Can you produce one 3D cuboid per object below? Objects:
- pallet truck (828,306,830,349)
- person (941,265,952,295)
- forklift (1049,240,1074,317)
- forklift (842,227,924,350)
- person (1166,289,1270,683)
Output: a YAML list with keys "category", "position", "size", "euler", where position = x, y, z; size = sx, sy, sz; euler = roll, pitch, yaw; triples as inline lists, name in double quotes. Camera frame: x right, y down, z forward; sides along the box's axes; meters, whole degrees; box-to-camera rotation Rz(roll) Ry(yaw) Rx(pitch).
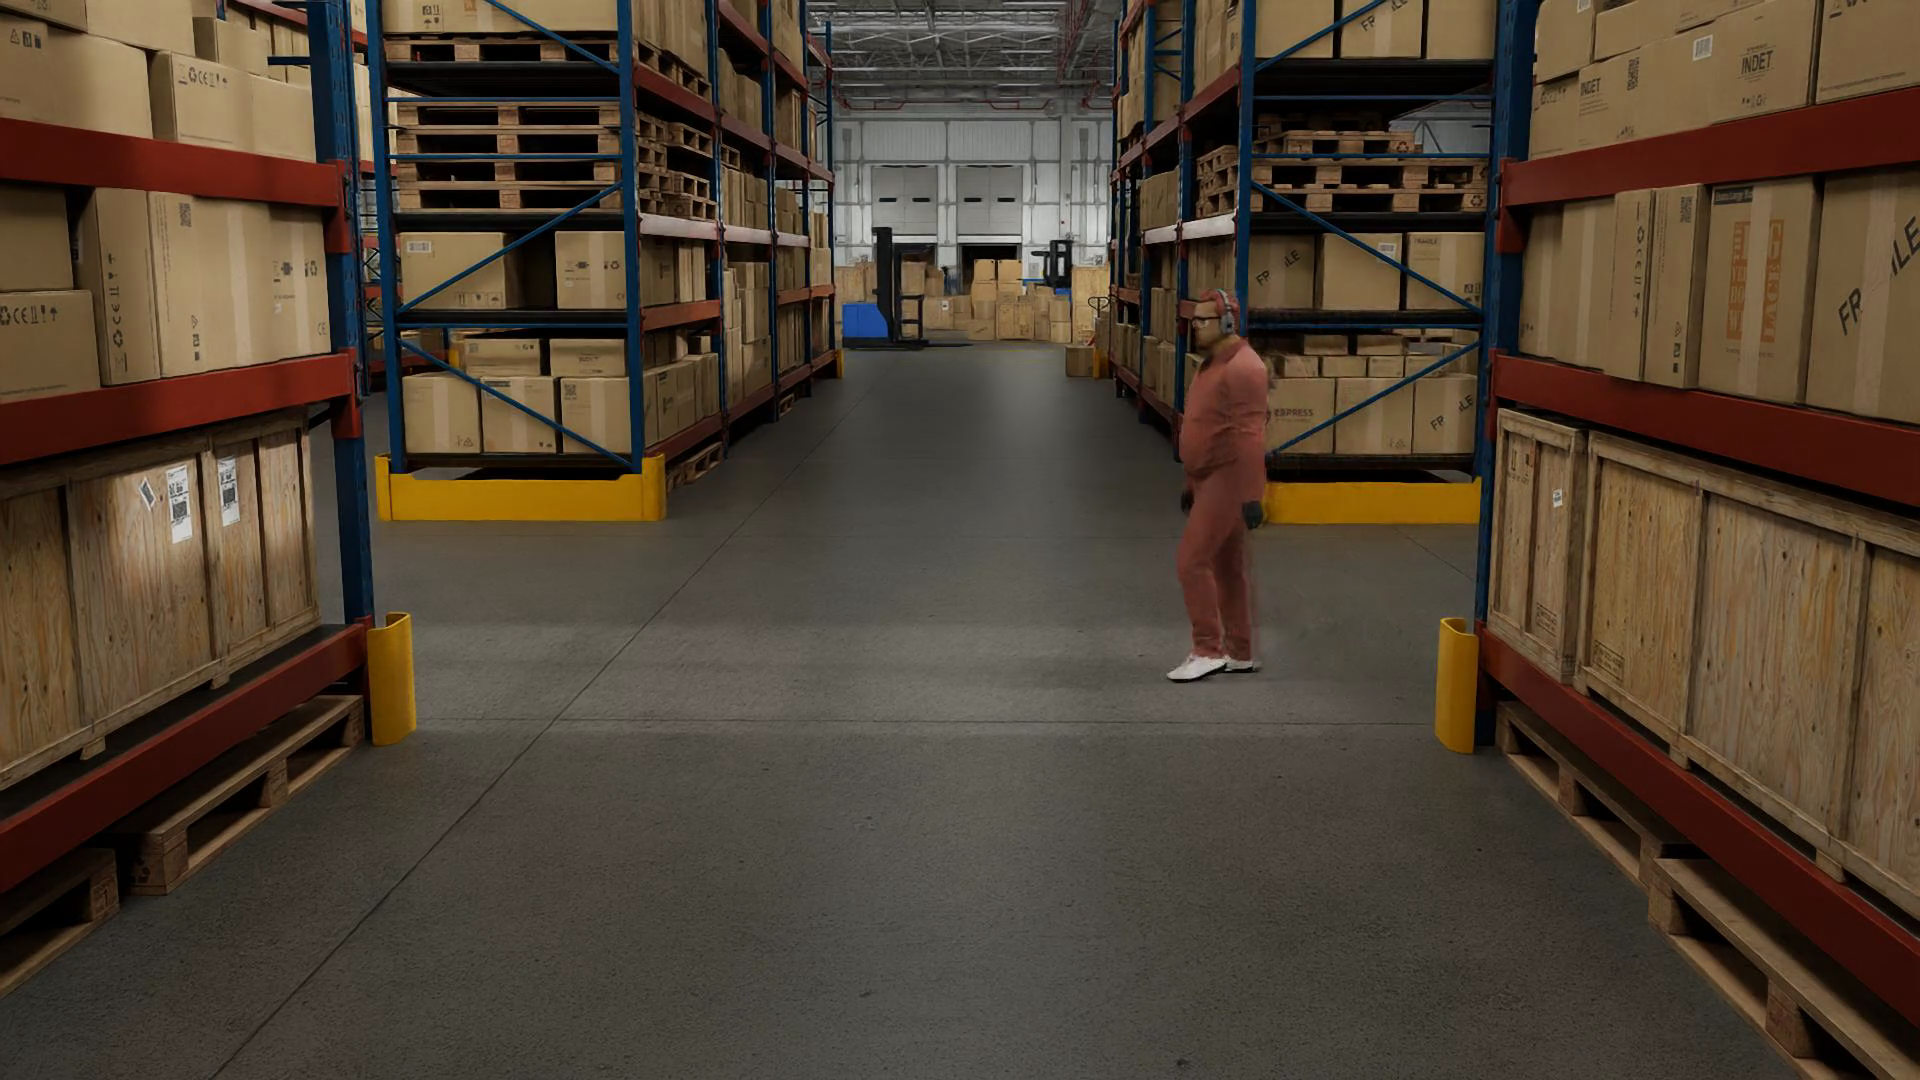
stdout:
- category: "pallet truck"
  position: [-3.100, -3.940, 29.800]
  size: [1.885, 1.965, 0.823]
  euler: [3, 10, 19]
- category: "person"
  position: [-0.476, -7.952, 54.047]
  size: [0.427, 1.927, 0.626]
  euler: [-1, 10, -7]
- category: "forklift"
  position: [3.659, -9.425, 60.017]
  size: [1.129, 2.768, 1.873]
  euler: [-9, 13, -43]
- category: "forklift"
  position: [-1.761, -5.802, 38.315]
  size: [1.873, 2.768, 1.129]
  euler: [0, 9, 1]
- category: "person"
  position: [1.178, -0.256, 8.048]
  size: [0.629, 1.886, 0.685]
  euler: [-1, 10, -6]
